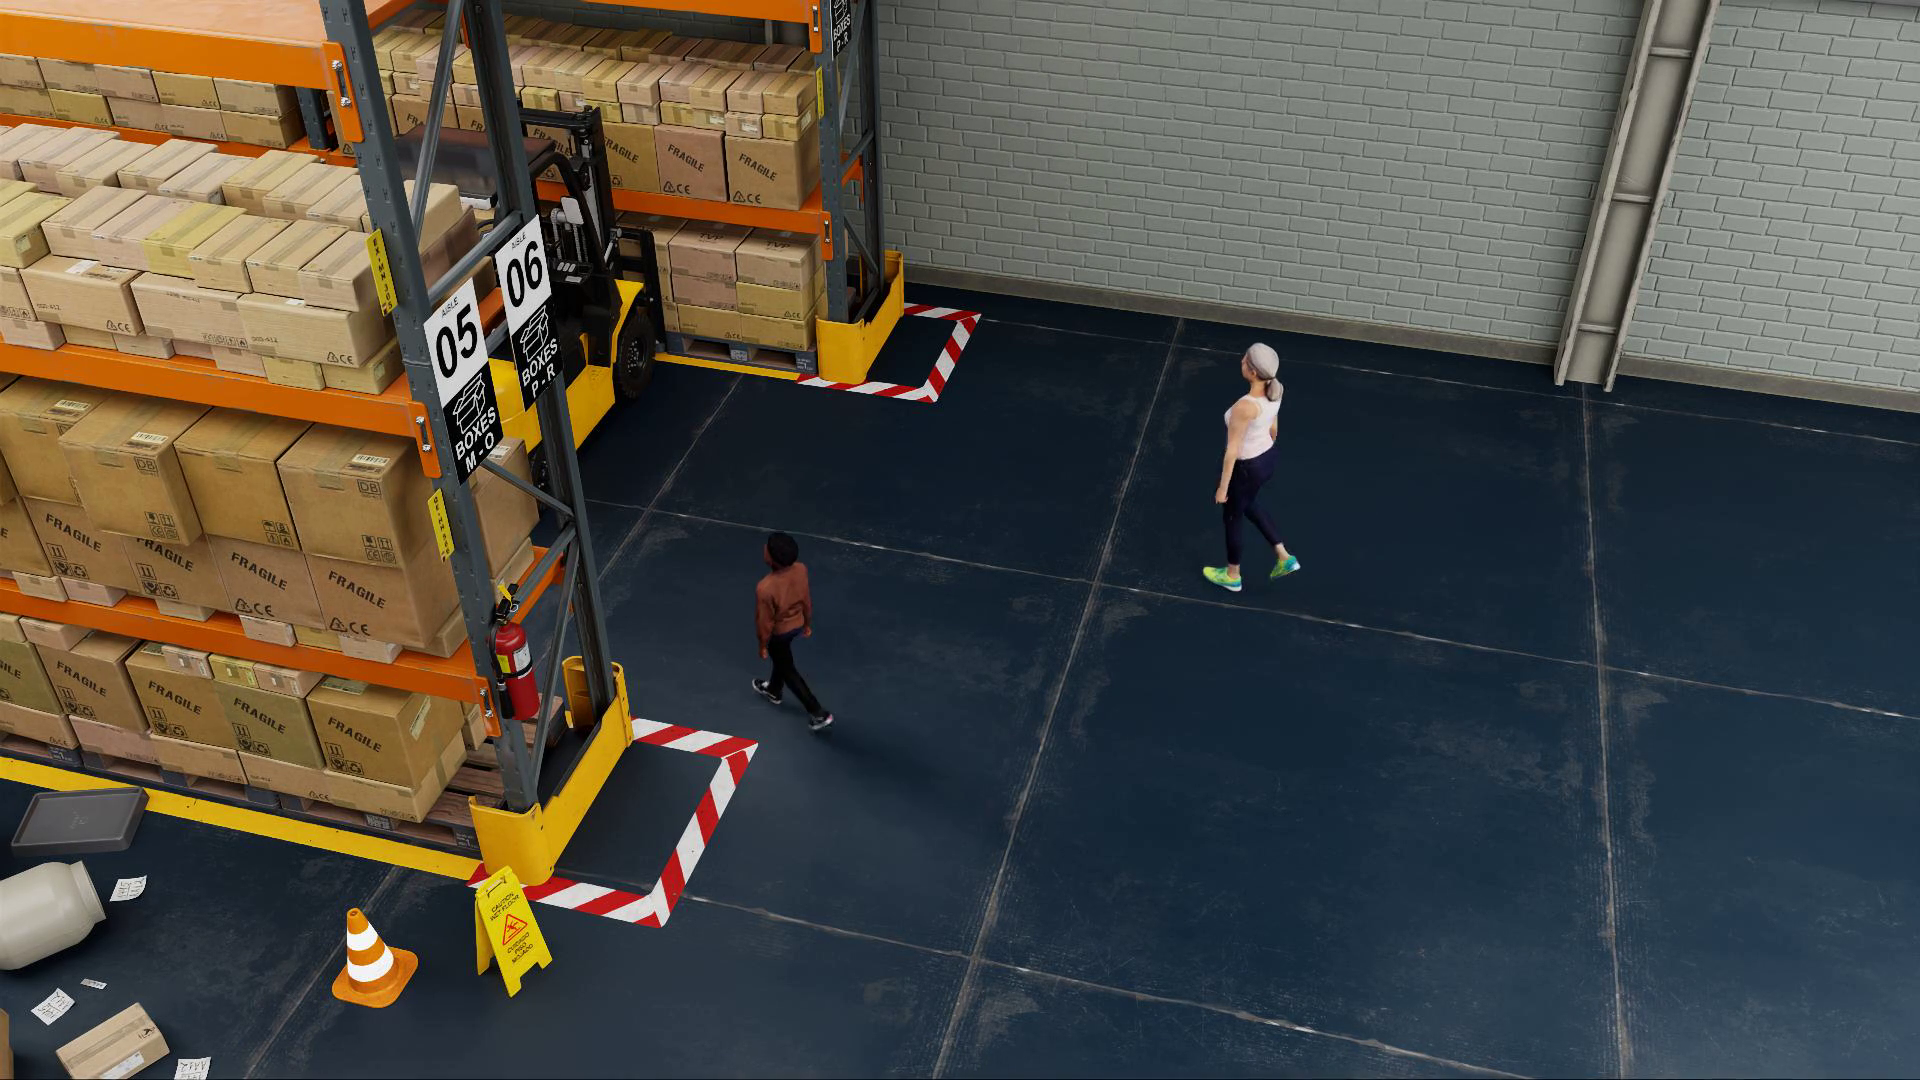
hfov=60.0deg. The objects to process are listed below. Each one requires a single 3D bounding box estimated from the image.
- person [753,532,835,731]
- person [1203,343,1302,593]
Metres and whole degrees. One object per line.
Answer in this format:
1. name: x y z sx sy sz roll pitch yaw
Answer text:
1. person: -0.919 0.505 8.998 0.947 1.236 0.739 26 44 30
2. person: 1.781 -0.362 9.765 0.923 1.688 0.795 26 44 30
